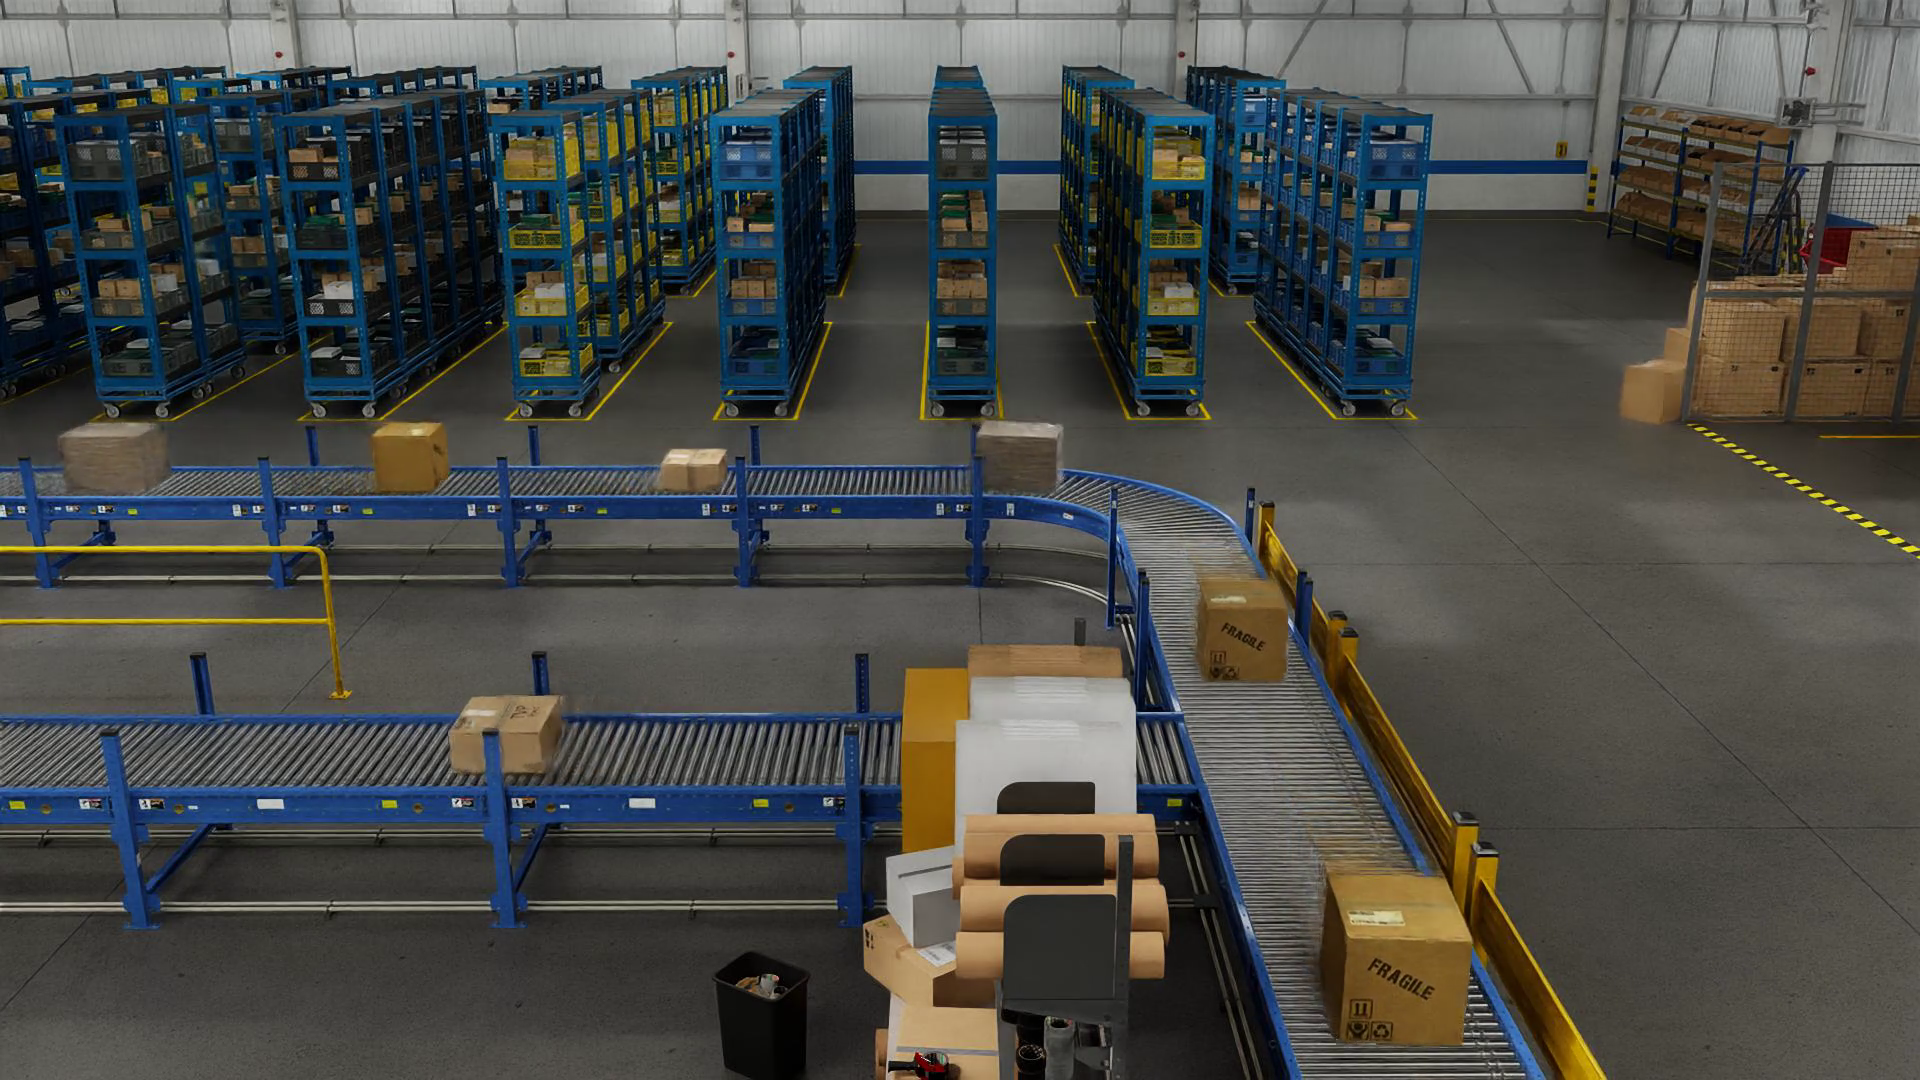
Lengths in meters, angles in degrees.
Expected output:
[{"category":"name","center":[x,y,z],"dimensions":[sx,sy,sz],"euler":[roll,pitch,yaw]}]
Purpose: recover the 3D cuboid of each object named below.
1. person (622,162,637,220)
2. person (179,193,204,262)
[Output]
[{"category":"person","center":[-6.652,-6.654,33.229],"dimensions":[0.583,1.801,0.960],"euler":[-3,18,-9]},{"category":"person","center":[-12.765,-4.881,27.734],"dimensions":[0.585,1.816,0.598],"euler":[0,18,0]}]
